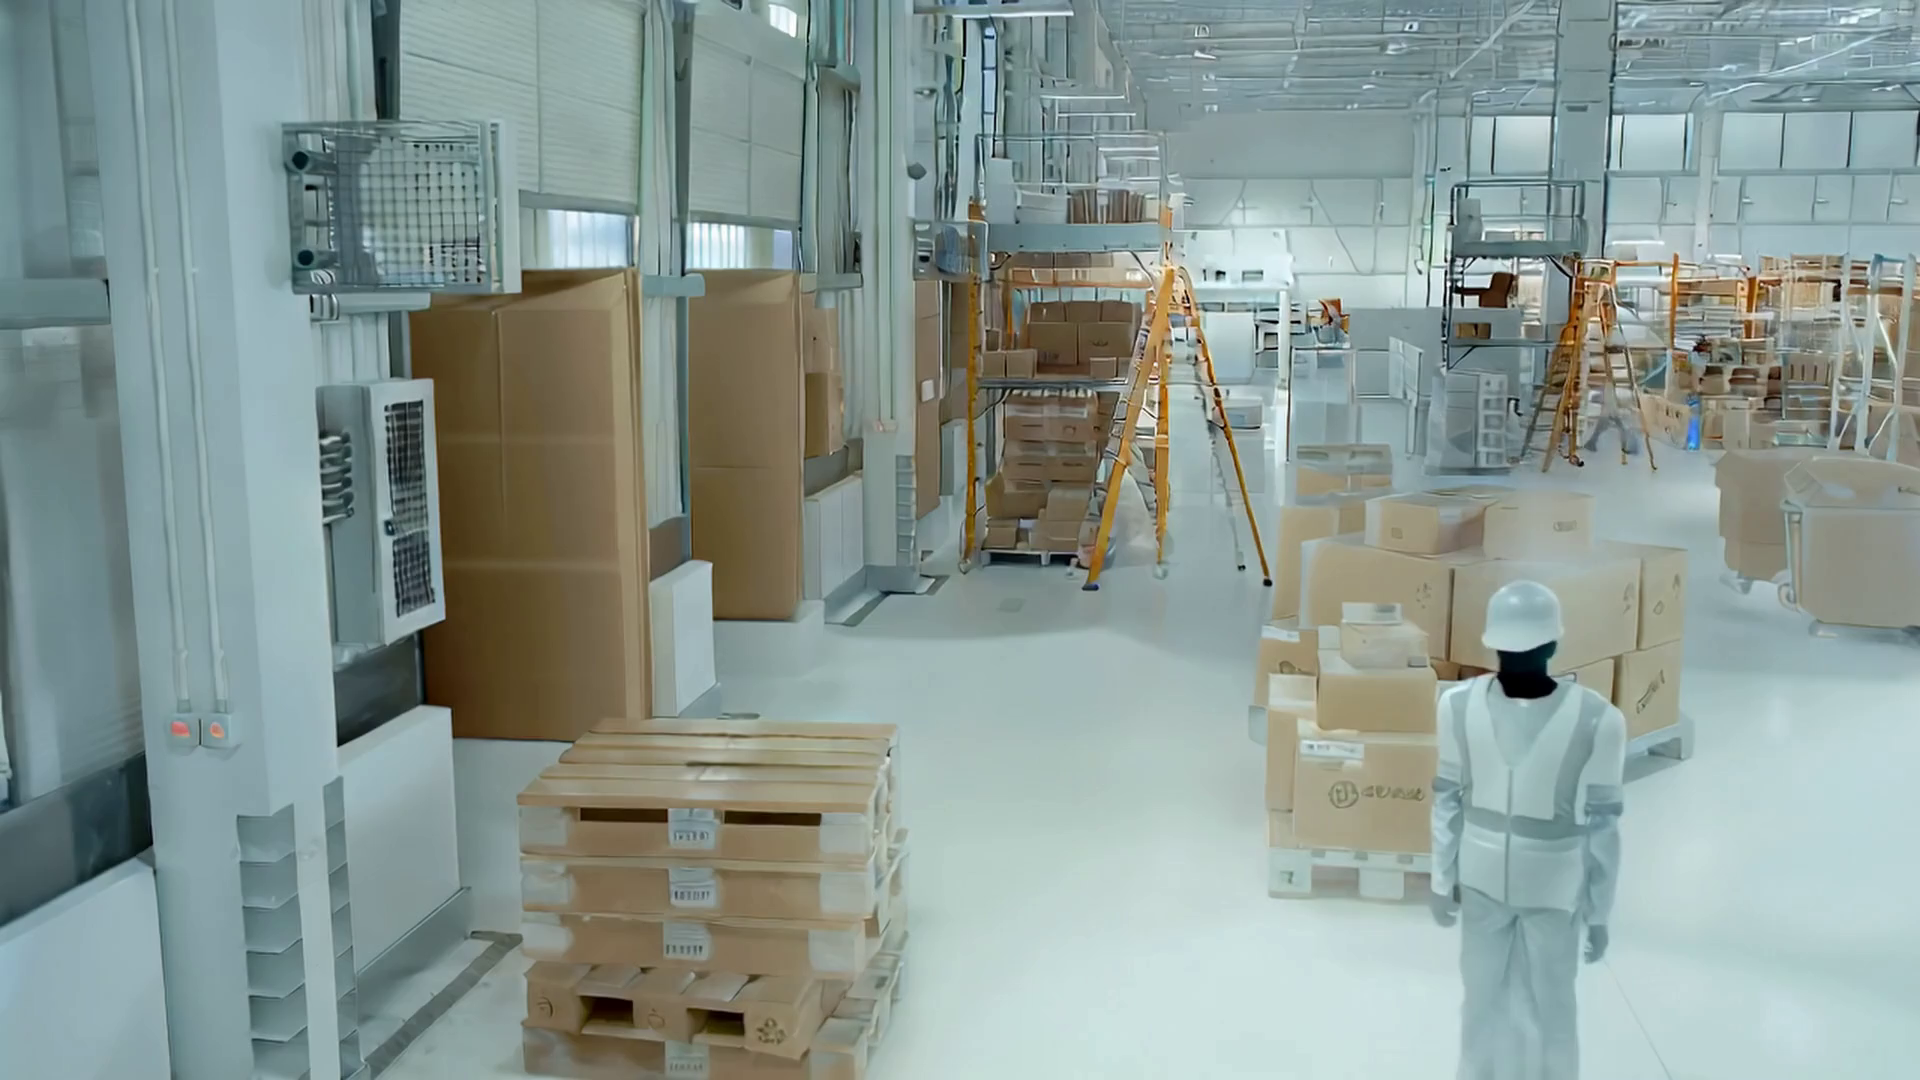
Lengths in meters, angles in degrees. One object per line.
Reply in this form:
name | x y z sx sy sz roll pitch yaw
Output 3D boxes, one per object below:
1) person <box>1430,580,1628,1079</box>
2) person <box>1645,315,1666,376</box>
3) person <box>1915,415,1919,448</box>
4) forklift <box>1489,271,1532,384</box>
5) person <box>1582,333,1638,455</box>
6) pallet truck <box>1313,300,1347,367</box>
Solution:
person | 1.736 1.065 5.165 0.588 1.918 0.397 7 11 36
person | 18.856 -5.283 45.125 0.541 1.654 0.882 6 11 33
person | 15.578 -2.331 26.673 0.322 1.736 0.487 6 11 31
forklift | 13.422 -5.322 41.591 1.873 2.768 1.129 1 9 9
person | 10.205 -2.272 25.875 0.561 1.889 1.011 -3 10 -19
pallet truck | 11.159 -6.200 49.718 0.823 1.965 1.885 4 10 26
